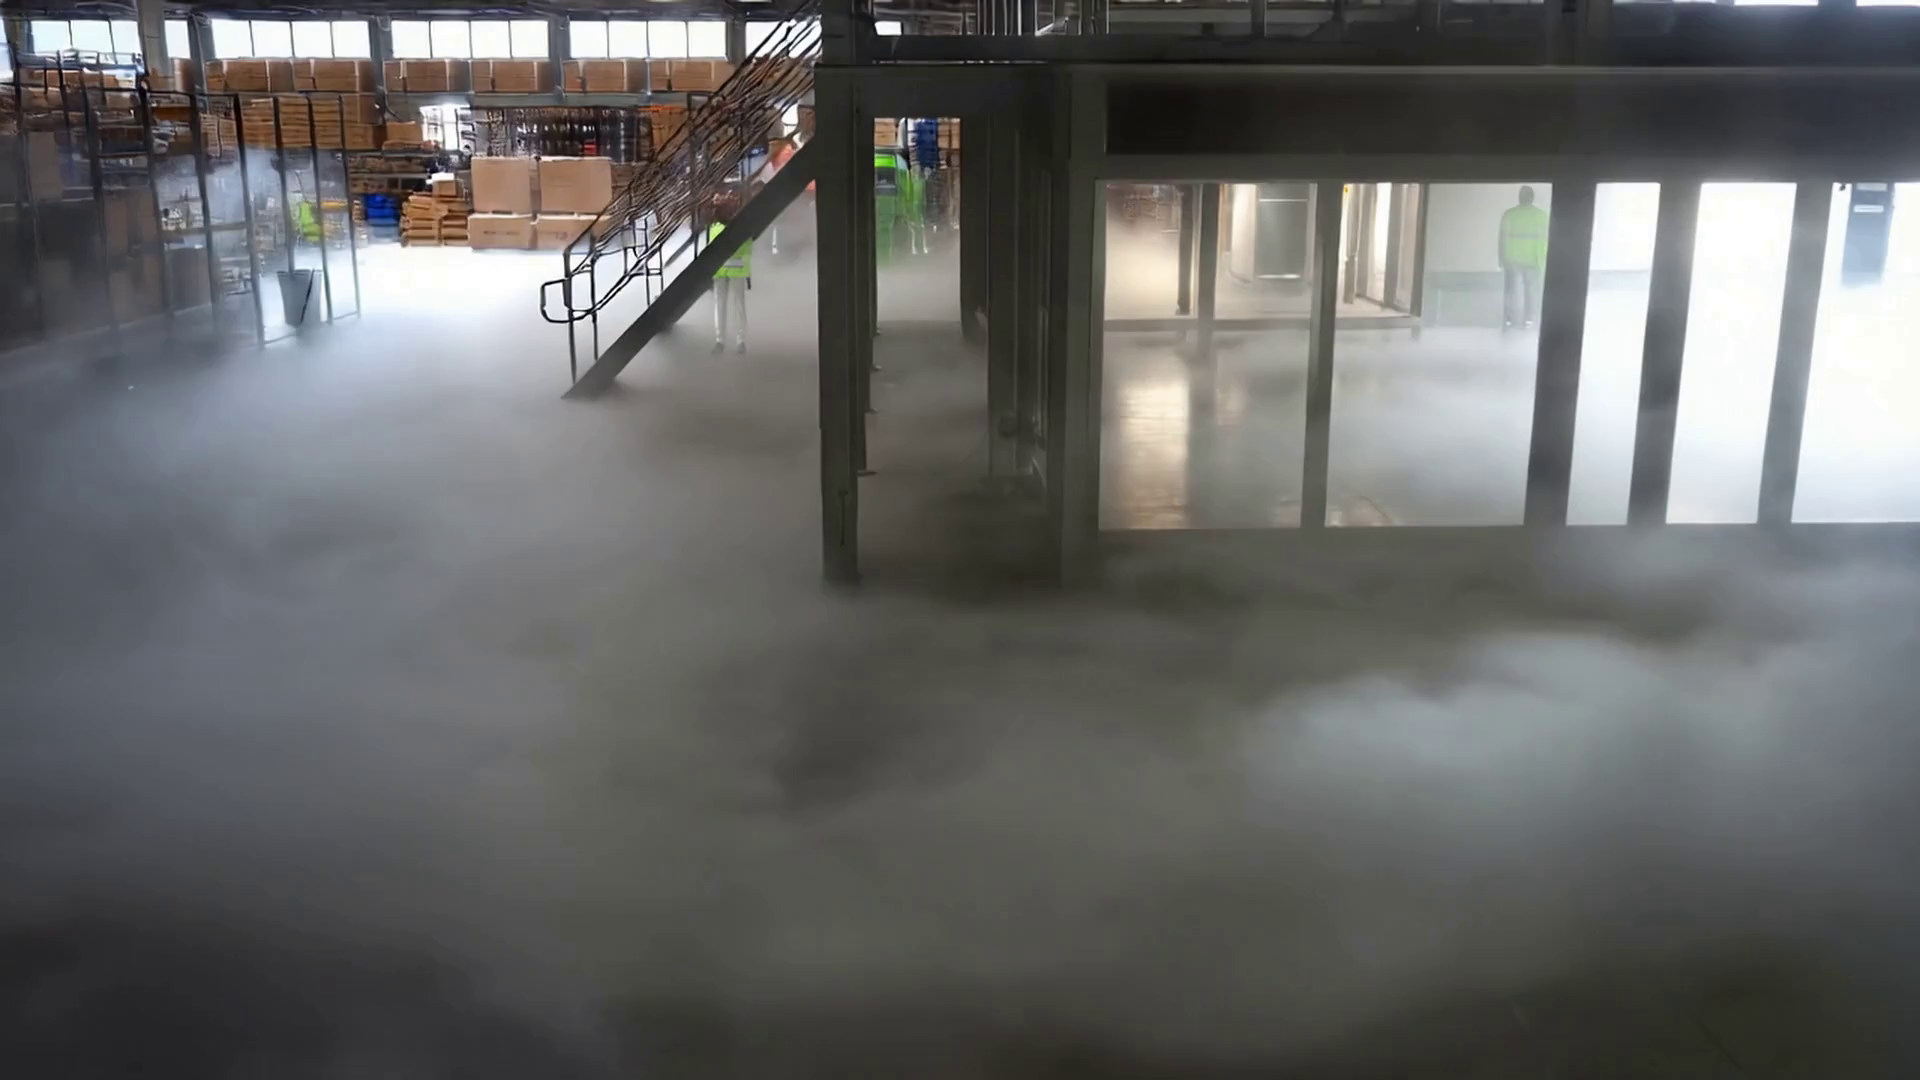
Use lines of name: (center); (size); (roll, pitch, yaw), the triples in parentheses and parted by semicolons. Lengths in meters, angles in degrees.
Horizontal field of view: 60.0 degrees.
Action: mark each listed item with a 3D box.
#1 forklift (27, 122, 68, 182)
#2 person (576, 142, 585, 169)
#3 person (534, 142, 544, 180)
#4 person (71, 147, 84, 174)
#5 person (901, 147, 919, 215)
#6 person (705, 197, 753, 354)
forklift: (-35.376, -14.773, 64.377); (1.129, 2.768, 1.873); (-1, 14, -2)
person: (-19.144, -19.157, 84.025); (0.403, 1.833, 0.586); (-11, 18, -38)
person: (-21.202, -19.002, 83.285); (0.603, 1.894, 0.726); (8, 16, 28)
person: (-40.406, -17.131, 76.212); (0.533, 1.692, 0.319); (-10, 17, -35)
person: (-1.497, -10.909, 50.652); (0.605, 2.034, 0.394); (7, 16, 26)
person: (-2.800, -3.196, 20.127); (0.585, 1.882, 0.337); (2, 14, 7)
